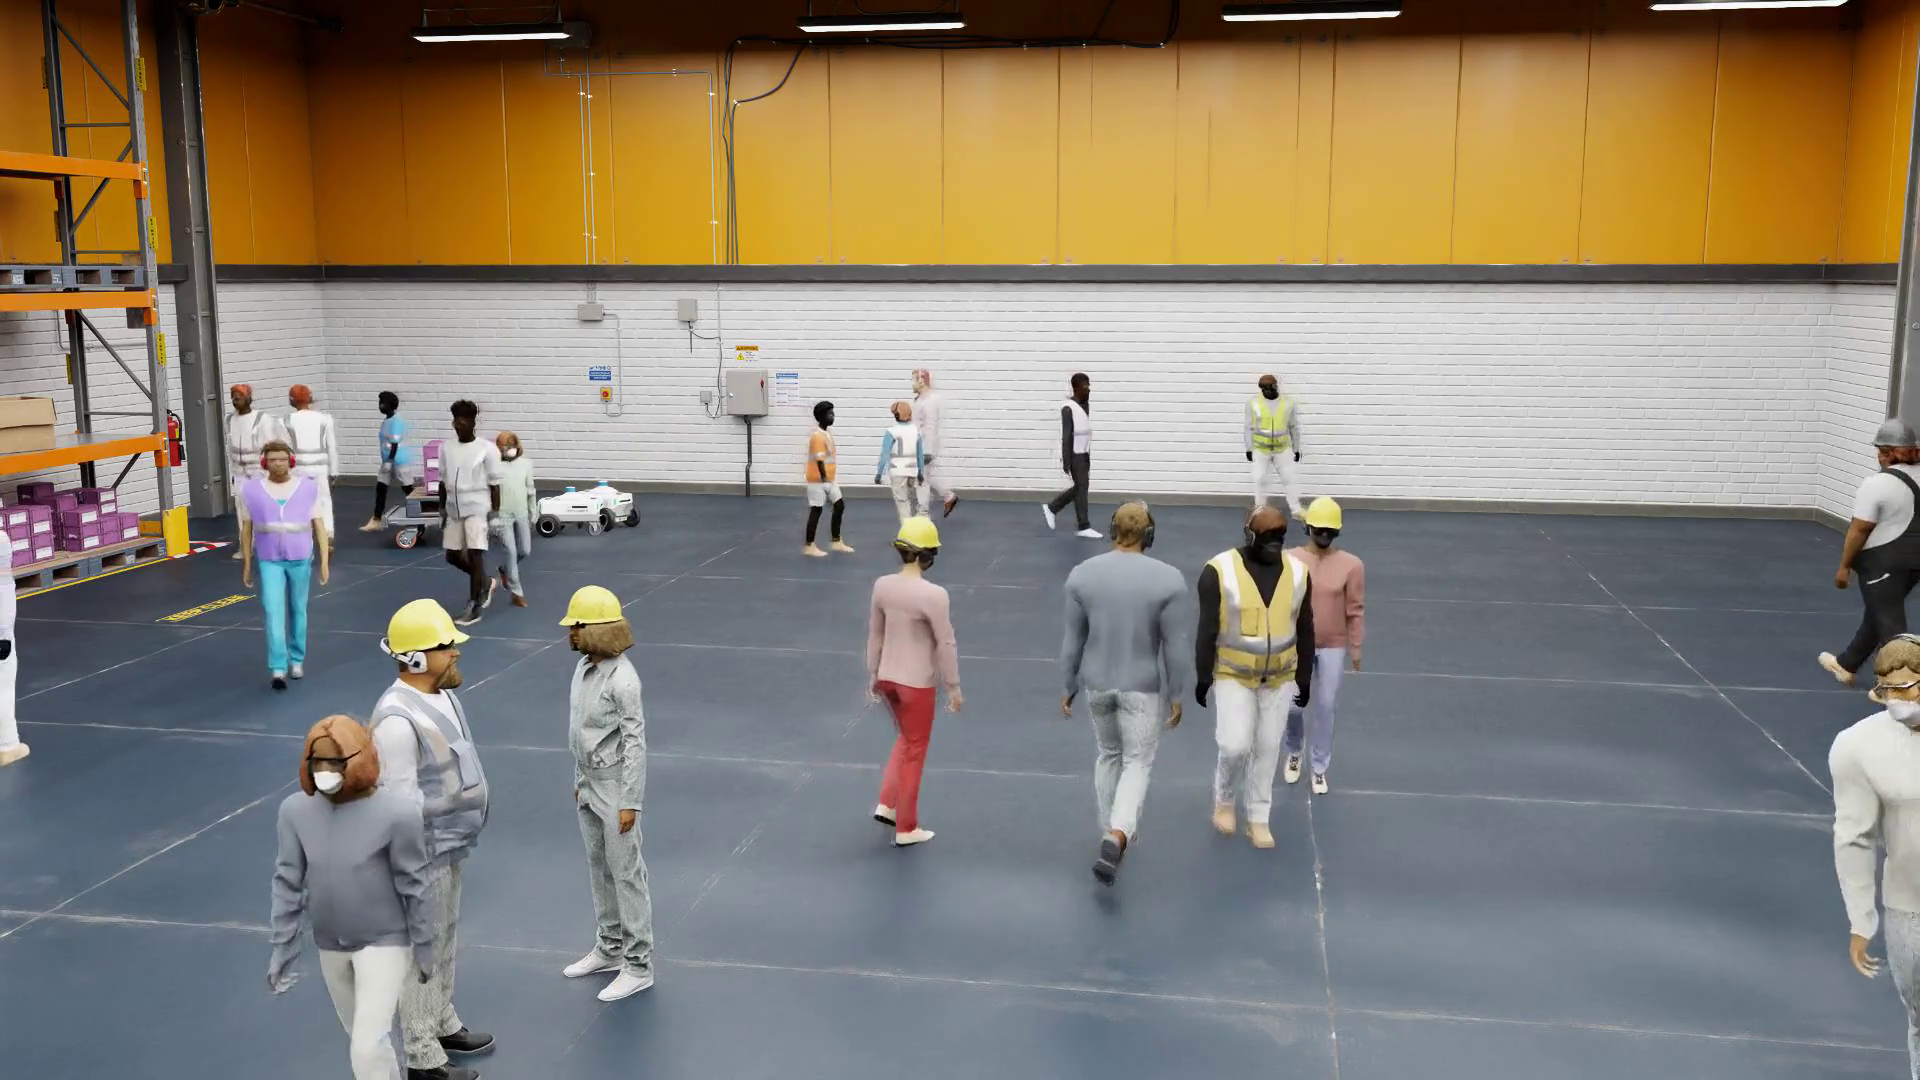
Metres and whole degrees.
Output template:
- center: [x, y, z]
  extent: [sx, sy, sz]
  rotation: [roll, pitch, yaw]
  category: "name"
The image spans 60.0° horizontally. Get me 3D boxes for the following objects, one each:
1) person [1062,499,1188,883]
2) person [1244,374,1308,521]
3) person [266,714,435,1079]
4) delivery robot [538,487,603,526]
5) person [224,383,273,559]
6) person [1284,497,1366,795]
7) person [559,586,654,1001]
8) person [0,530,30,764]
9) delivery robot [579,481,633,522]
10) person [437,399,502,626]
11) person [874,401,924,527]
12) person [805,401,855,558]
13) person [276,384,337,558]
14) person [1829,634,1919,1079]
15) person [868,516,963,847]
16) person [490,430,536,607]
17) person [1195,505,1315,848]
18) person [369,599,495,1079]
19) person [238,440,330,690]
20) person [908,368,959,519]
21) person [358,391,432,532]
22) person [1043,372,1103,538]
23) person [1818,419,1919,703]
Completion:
- center: [0.795, 0.754, 8.338]
  extent: [0.660, 1.907, 0.816]
  rotation: [4, 10, 24]
  category: "person"
- center: [3.851, -1.104, 20.165]
  extent: [0.835, 1.810, 0.431]
  rotation: [0, 9, 2]
  category: "person"
- center: [-2.005, 1.365, 5.421]
  extent: [0.503, 1.609, 0.716]
  rotation: [2, 9, 15]
  category: "person"
- center: [-4.483, -0.372, 19.186]
  extent: [0.707, 0.478, 0.477]
  rotation: [-1, 9, -4]
  category: "delivery robot"
- center: [-7.518, -0.751, 17.774]
  extent: [0.577, 1.868, 0.706]
  rotation: [2, 9, 14]
  category: "person"
- center: [2.068, 0.615, 9.633]
  extent: [0.542, 1.751, 0.388]
  rotation: [1, 9, 8]
  category: "person"
- center: [-1.499, 1.049, 6.978]
  extent: [0.308, 1.743, 0.494]
  rotation: [-7, 12, -37]
  category: "person"
- center: [-5.969, 0.535, 9.957]
  extent: [0.619, 1.822, 0.830]
  rotation: [-1, 9, -4]
  category: "person"
- center: [-4.225, -0.461, 19.733]
  extent: [0.707, 0.478, 0.477]
  rotation: [6, 11, 34]
  category: "delivery robot"
- center: [-4.241, -0.259, 14.440]
  extent: [0.632, 1.953, 0.626]
  rotation: [3, 10, 18]
  category: "person"
- center: [-0.684, -0.711, 18.261]
  extent: [0.569, 1.618, 0.526]
  rotation: [9, 13, 43]
  category: "person"
- center: [-1.368, -0.634, 17.627]
  extent: [0.635, 1.673, 0.548]
  rotation: [1, 9, 8]
  category: "person"
- center: [-6.810, -0.693, 17.411]
  extent: [0.583, 1.867, 0.729]
  rotation: [-5, 10, -29]
  category: "person"
- center: [3.164, 1.239, 5.390]
  extent: [0.705, 1.879, 0.794]
  rotation: [8, 12, 42]
  category: "person"
- center: [-0.249, 0.753, 8.802]
  extent: [0.393, 1.756, 0.538]
  rotation: [-8, 12, -41]
  category: "person"
- center: [-4.147, -0.217, 15.249]
  extent: [0.497, 1.614, 0.616]
  rotation: [-8, 12, -40]
  category: "person"
- center: [1.559, 0.719, 8.765]
  extent: [0.651, 1.826, 0.440]
  rotation: [-2, 9, -10]
  category: "person"
- center: [-1.965, 1.125, 6.219]
  extent: [0.403, 1.837, 0.591]
  rotation: [-1, 9, -4]
  category: "person"
- center: [-4.915, 0.184, 12.130]
  extent: [0.594, 1.804, 0.907]
  rotation: [-4, 10, -24]
  category: "person"
- center: [-0.365, -1.130, 20.061]
  extent: [0.600, 1.884, 0.661]
  rotation: [-1, 9, -8]
  category: "person"
- center: [-6.607, -0.924, 19.498]
  extent: [0.849, 1.655, 0.534]
  rotation: [-8, 12, -39]
  category: "person"
- center: [1.300, -0.985, 19.138]
  extent: [0.753, 1.898, 0.595]
  rotation: [5, 11, 30]
  category: "person"
- center: [6.496, 0.115, 11.854]
  extent: [0.702, 2.000, 0.957]
  rotation: [-4, 10, -23]
  category: "person"
